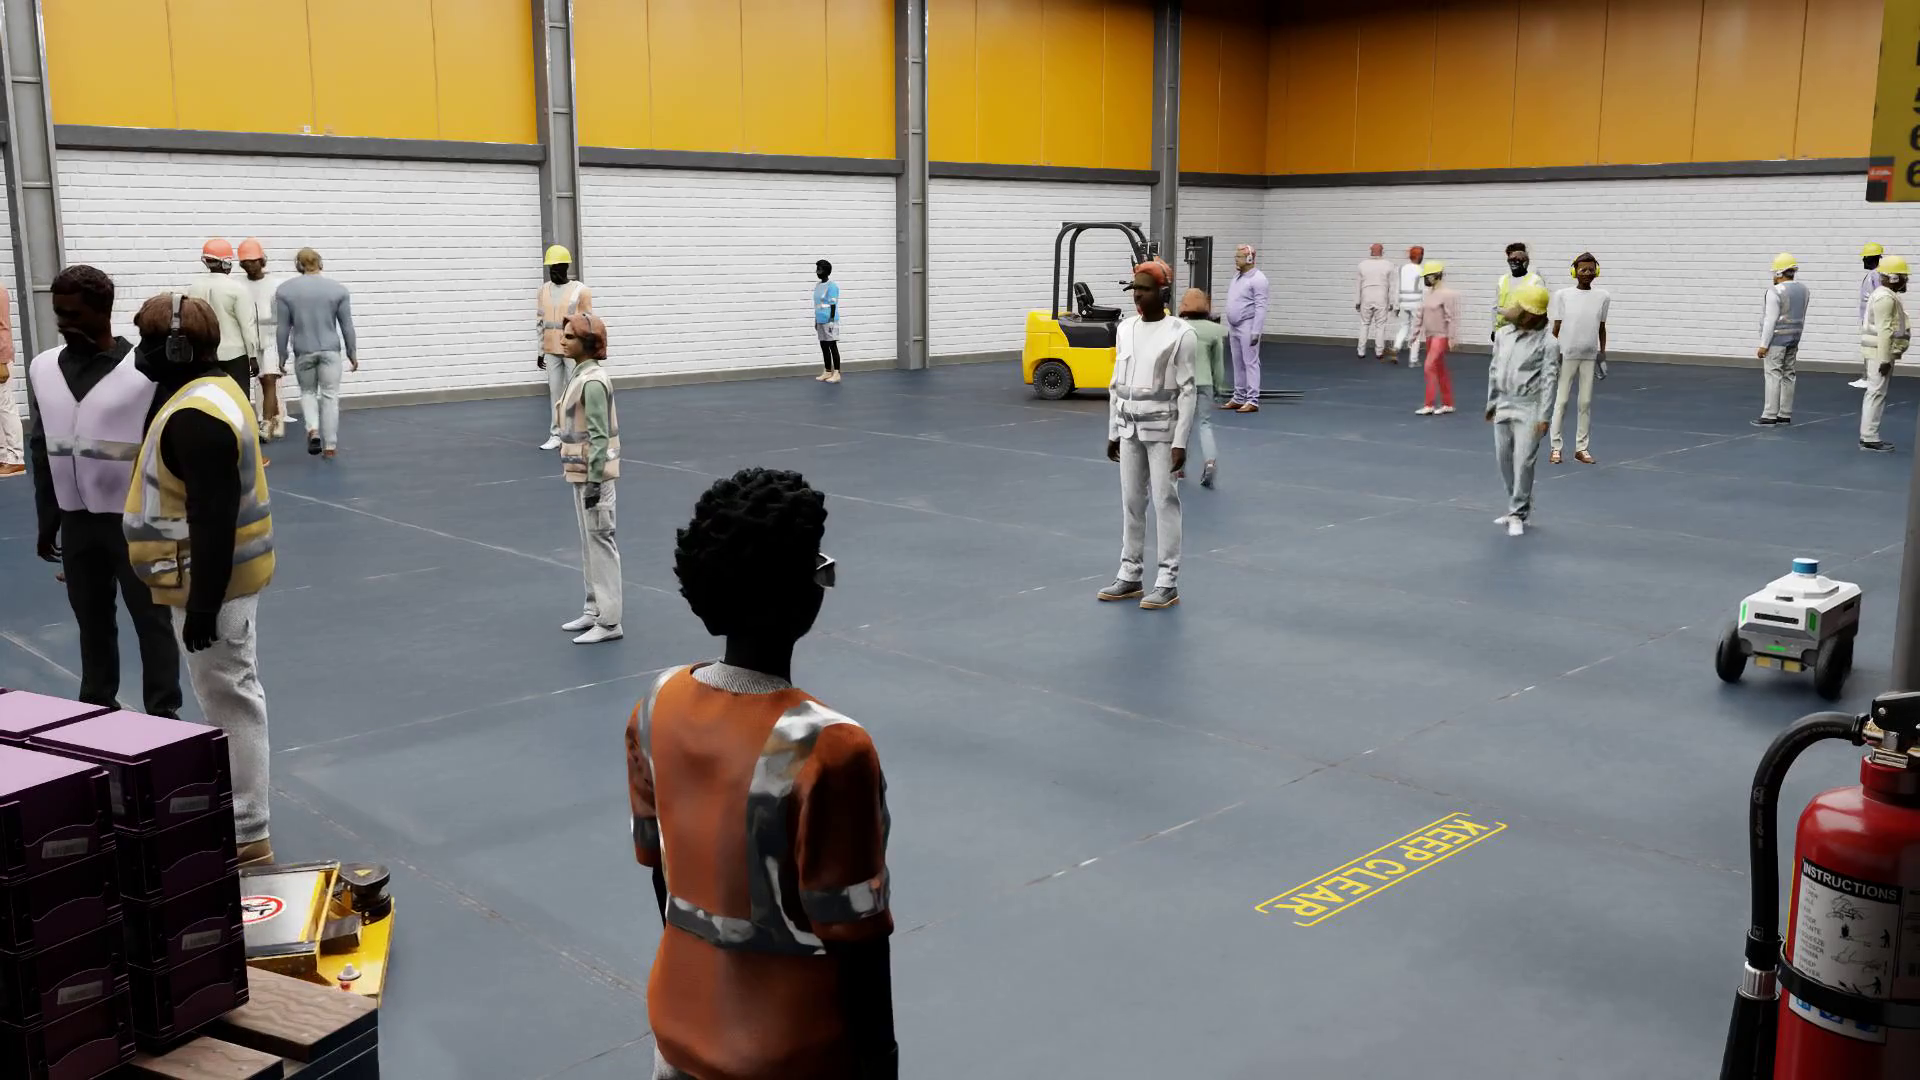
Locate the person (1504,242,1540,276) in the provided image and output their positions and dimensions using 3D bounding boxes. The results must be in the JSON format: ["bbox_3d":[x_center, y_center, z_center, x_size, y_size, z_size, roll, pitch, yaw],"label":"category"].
[{"bbox_3d":[7.417,-2.961,21.993,0.656,1.935,0.420,-7,13,-35],"label":"person"}]

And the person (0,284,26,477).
[{"bbox_3d":[-8.189,-1.521,13.992,0.614,1.987,0.407,7,12,33],"label":"person"}]

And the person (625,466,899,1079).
[{"bbox_3d":[-0.274,0.737,2.458,0.318,1.700,0.535,-10,15,-44],"label":"person"}]

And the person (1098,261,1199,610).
[{"bbox_3d":[1.026,-0.568,9.072,0.356,1.883,0.574,-9,14,-42],"label":"person"}]

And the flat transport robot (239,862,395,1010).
[{"bbox_3d":[-2.260,1.101,4.367,1.431,0.197,0.652,-3,11,-15],"label":"flat transport robot"}]

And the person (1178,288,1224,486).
[{"bbox_3d":[1.916,-1.249,13.549,0.510,1.604,0.774,-1,10,-7],"label":"person"}]

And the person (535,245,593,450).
[{"bbox_3d":[-3.735,-1.799,15.662,0.592,1.926,0.366,4,11,18],"label":"person"}]

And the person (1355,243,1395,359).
[{"bbox_3d":[6.819,-3.928,27.369,0.647,1.898,0.394,4,11,21],"label":"person"}]

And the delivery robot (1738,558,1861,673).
[{"bbox_3d":[3.822,0.327,7.558,0.477,0.478,0.707,9,14,42],"label":"delivery robot"}]

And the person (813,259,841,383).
[{"bbox_3d":[-1.850,-3.018,22.952,0.320,1.691,0.534,-7,12,-33],"label":"person"}]

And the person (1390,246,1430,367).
[{"bbox_3d":[6.899,-3.567,25.472,0.550,1.866,0.594,-10,14,-43],"label":"person"}]

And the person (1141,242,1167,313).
[{"bbox_3d":[3.043,-3.774,26.489,0.399,1.910,0.643,-6,12,-29],"label":"person"}]

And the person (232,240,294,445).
[{"bbox_3d":[-6.831,-1.934,16.268,0.621,1.970,1.105,-1,10,-6],"label":"person"}]

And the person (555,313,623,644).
[{"bbox_3d":[-1.849,-0.310,8.314,0.307,1.645,0.521,-4,11,-21],"label":"person"}]

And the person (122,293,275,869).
[{"bbox_3d":[-2.404,0.146,5.291,0.430,1.844,0.624,-4,11,-21],"label":"person"}]

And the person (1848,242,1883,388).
[{"bbox_3d":[12.083,-2.978,22.098,0.383,1.922,0.593,4,11,20],"label":"person"}]

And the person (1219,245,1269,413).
[{"bbox_3d":[3.250,-2.419,19.098,0.404,1.911,0.636,-4,11,-20],"label":"person"}]

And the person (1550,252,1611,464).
[{"bbox_3d":[5.498,-1.608,14.778,0.508,1.872,0.329,0,10,2],"label":"person"}]

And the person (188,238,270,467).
[{"bbox_3d":[-6.353,-1.604,14.411,0.612,1.997,0.375,3,11,13],"label":"person"}]

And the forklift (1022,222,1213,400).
[{"bbox_3d":[1.935,-2.847,20.651,2.313,2.155,1.214,2,11,13],"label":"forklift"}]

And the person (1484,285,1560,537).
[{"bbox_3d":[3.823,-0.881,11.275,0.556,1.695,0.580,-7,13,-35],"label":"person"}]

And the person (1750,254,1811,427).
[{"bbox_3d":[8.672,-2.104,17.607,0.586,1.825,0.403,-6,12,-28],"label":"person"}]

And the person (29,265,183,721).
[{"bbox_3d":[-3.237,-0.083,6.350,0.587,1.913,0.390,1,10,7],"label":"person"}]

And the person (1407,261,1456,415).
[{"bbox_3d":[5.307,-2.264,18.745,0.750,1.724,0.535,-4,11,-19],"label":"person"}]

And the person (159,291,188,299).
[{"bbox_3d":[-5.555,-0.939,11.787,0.310,1.631,0.509,-3,11,-15],"label":"person"}]

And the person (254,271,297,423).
[{"bbox_3d":[-7.466,-2.073,17.948,0.512,1.638,0.312,4,11,22],"label":"person"}]

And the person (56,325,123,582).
[{"bbox_3d":[-4.877,-0.626,9.540,0.819,1.836,0.512,0,10,2],"label":"person"}]

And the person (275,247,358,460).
[{"bbox_3d":[-5.792,-1.672,15.002,0.670,1.913,0.451,-3,11,-16],"label":"person"}]

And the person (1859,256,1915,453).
[{"bbox_3d":[8.693,-1.741,15.644,0.403,1.824,0.623,4,11,22],"label":"person"}]

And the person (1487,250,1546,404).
[{"bbox_3d":[6.524,-2.469,19.552,0.626,1.844,0.429,10,14,44],"label":"person"}]
